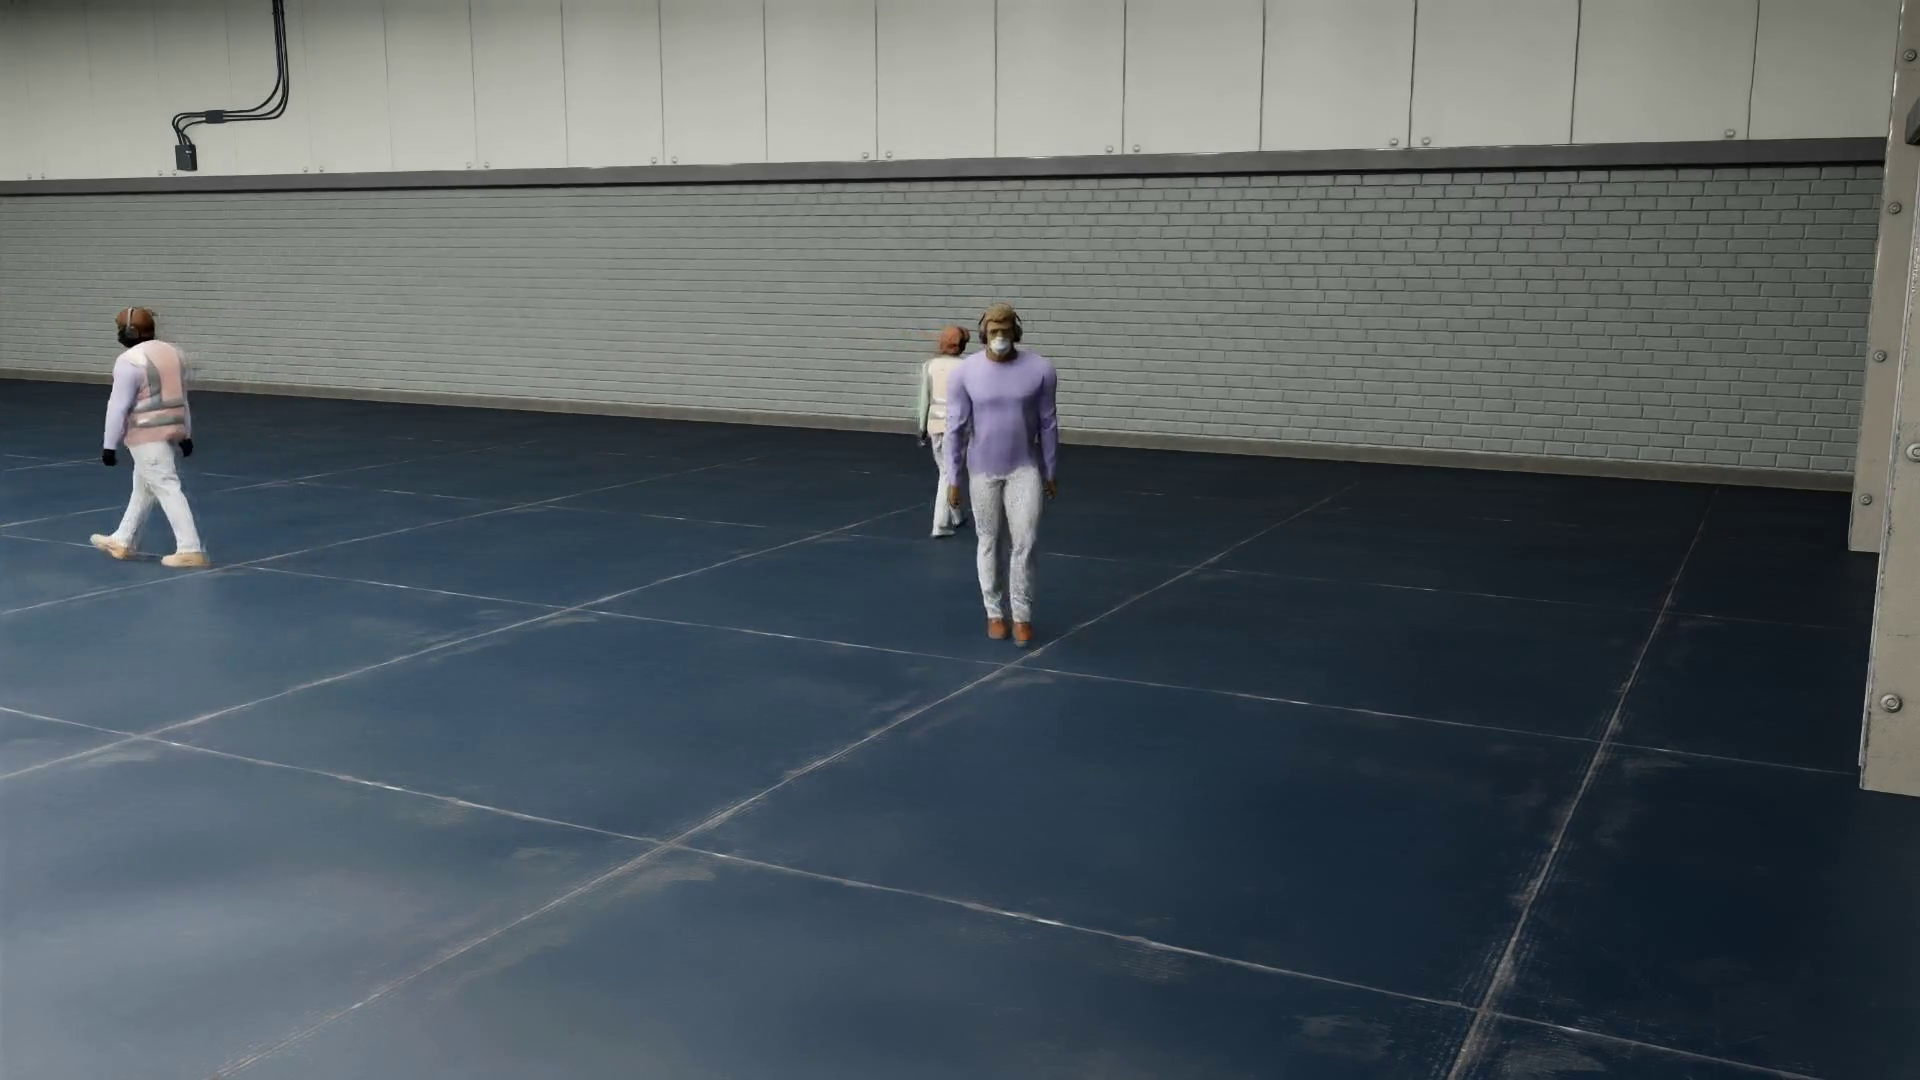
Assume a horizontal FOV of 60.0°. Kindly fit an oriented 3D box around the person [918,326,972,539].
[{"bbox_3d":[-0.021,-0.840,12.820,0.538,1.596,0.831,7,12,32],"label":"person"}]

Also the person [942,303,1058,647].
[{"bbox_3d":[0.232,-0.350,9.284,0.659,1.914,0.712,0,10,-2],"label":"person"}]

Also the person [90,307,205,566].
[{"bbox_3d":[-5.716,-0.701,11.518,0.935,1.794,0.661,1,10,4],"label":"person"}]
